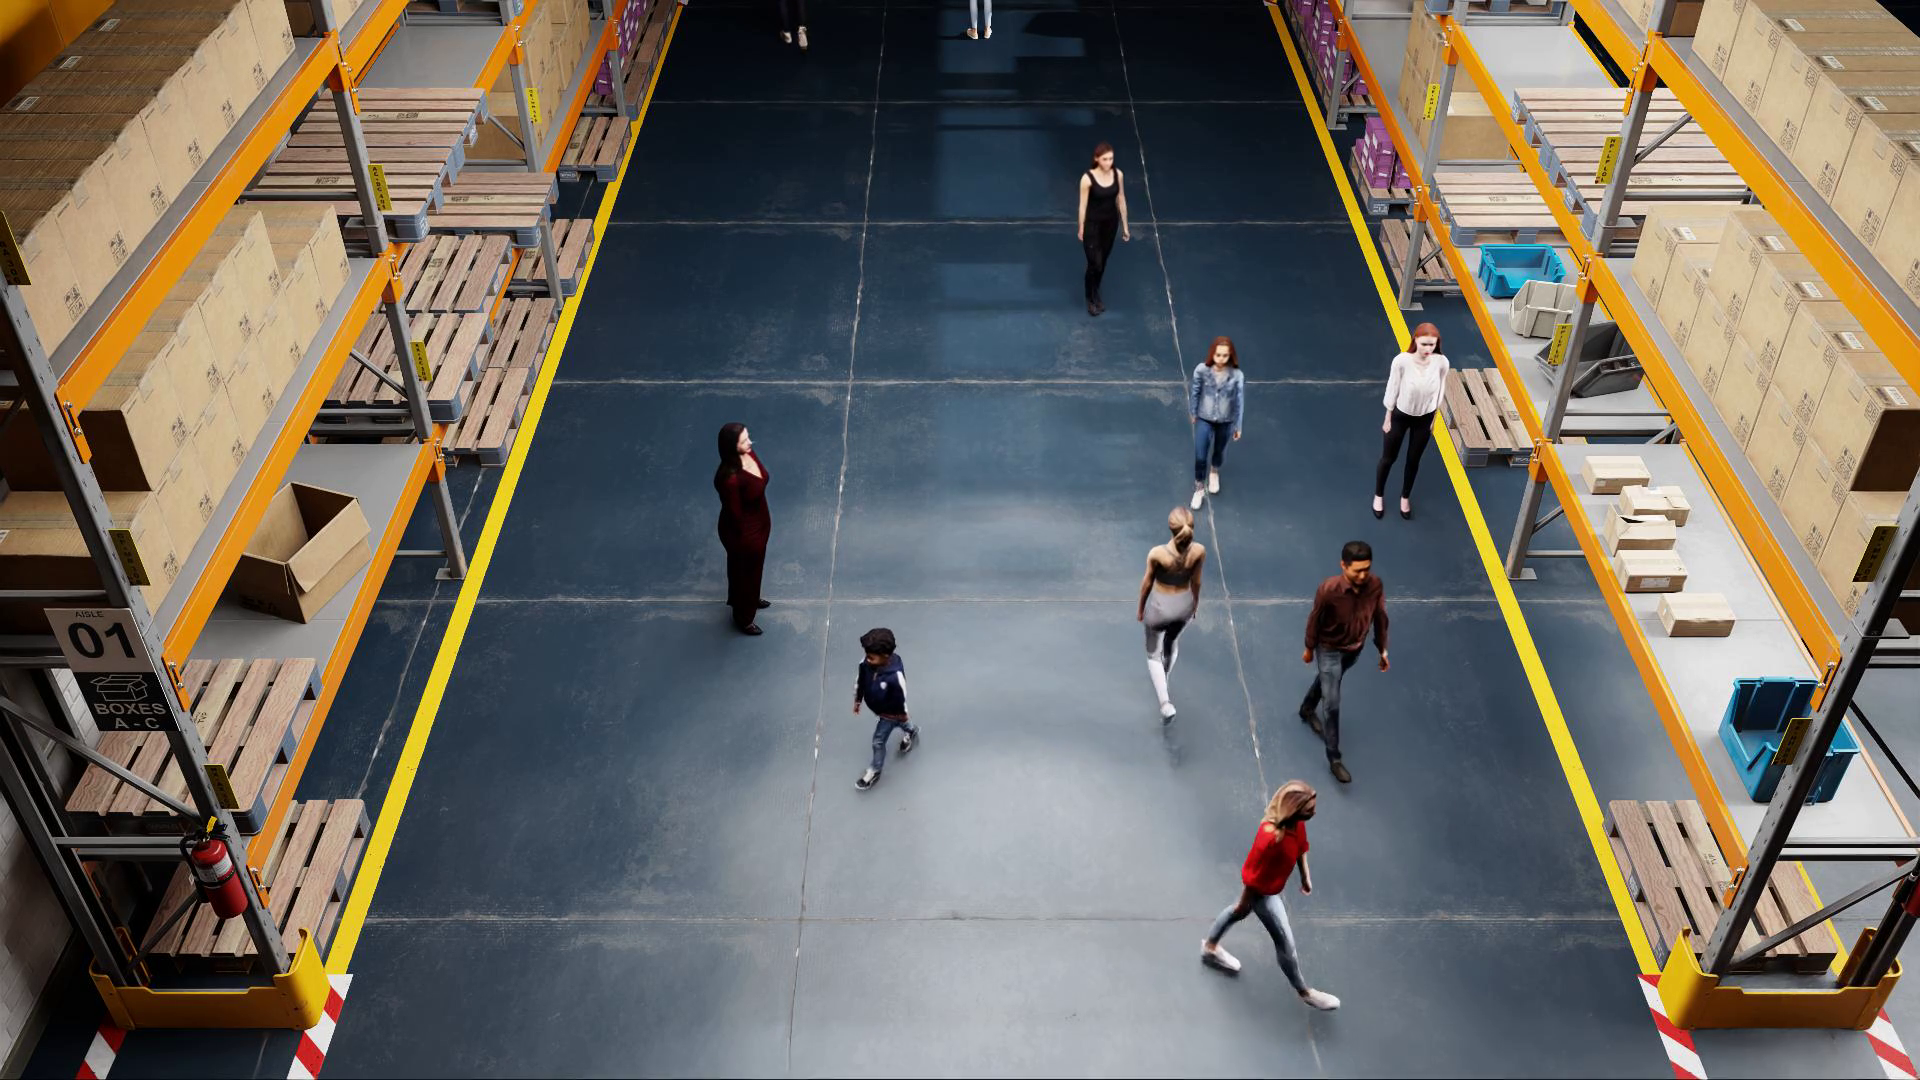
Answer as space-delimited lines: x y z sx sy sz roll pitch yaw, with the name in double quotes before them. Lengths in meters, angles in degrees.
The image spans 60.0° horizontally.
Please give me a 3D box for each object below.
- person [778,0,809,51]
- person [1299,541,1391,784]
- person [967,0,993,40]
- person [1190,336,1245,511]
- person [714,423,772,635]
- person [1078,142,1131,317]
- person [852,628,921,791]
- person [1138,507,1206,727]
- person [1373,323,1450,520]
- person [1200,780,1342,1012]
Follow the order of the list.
"person" -2.065 -6.888 20.243 0.801 1.875 1.120 -9 39 -11
"person" 2.448 0.654 10.908 0.880 1.739 1.132 -13 40 -15
"person" 0.232 -7.124 20.602 0.624 1.795 0.560 -7 39 -9
"person" 2.044 -1.005 13.210 0.652 1.459 0.788 5 39 7
"person" -1.550 -0.104 11.842 0.739 1.758 0.558 4 39 5
"person" 1.273 -2.932 15.446 0.708 1.679 0.739 -17 42 -20
"person" -0.456 1.031 10.871 0.846 1.196 0.922 29 47 31
"person" 1.420 0.524 11.113 0.647 1.686 0.997 -5 39 -6
"person" 3.482 -0.924 12.869 0.580 1.758 0.478 0 39 0
"person" 1.651 1.914 9.394 1.038 1.658 1.133 20 43 24
